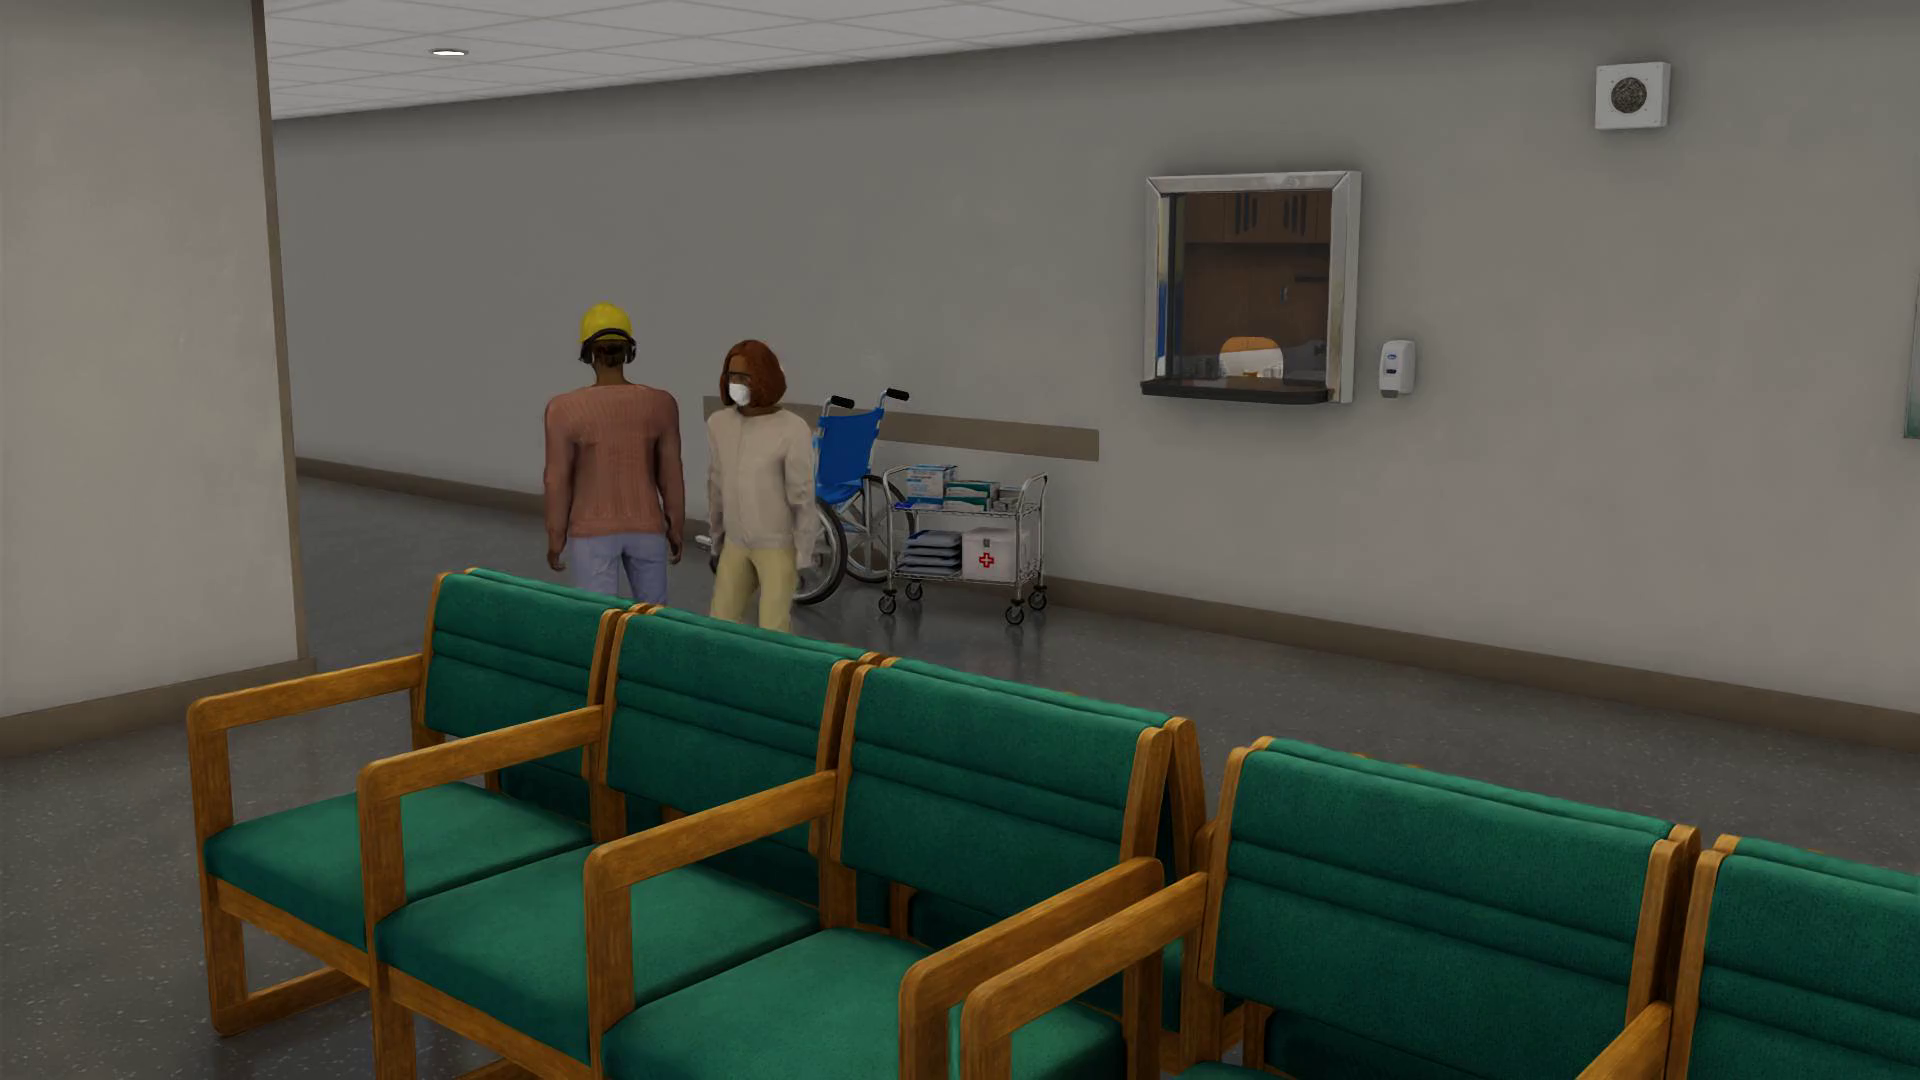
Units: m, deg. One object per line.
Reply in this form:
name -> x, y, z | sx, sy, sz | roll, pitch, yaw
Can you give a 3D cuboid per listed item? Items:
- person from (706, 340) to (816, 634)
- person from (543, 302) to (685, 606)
person -> -0.756, 0.038, 6.399 | 0.522, 1.618, 0.402 | 6, 12, 31
person -> -1.319, -0.023, 6.369 | 0.541, 1.756, 0.332 | -6, 11, -30
